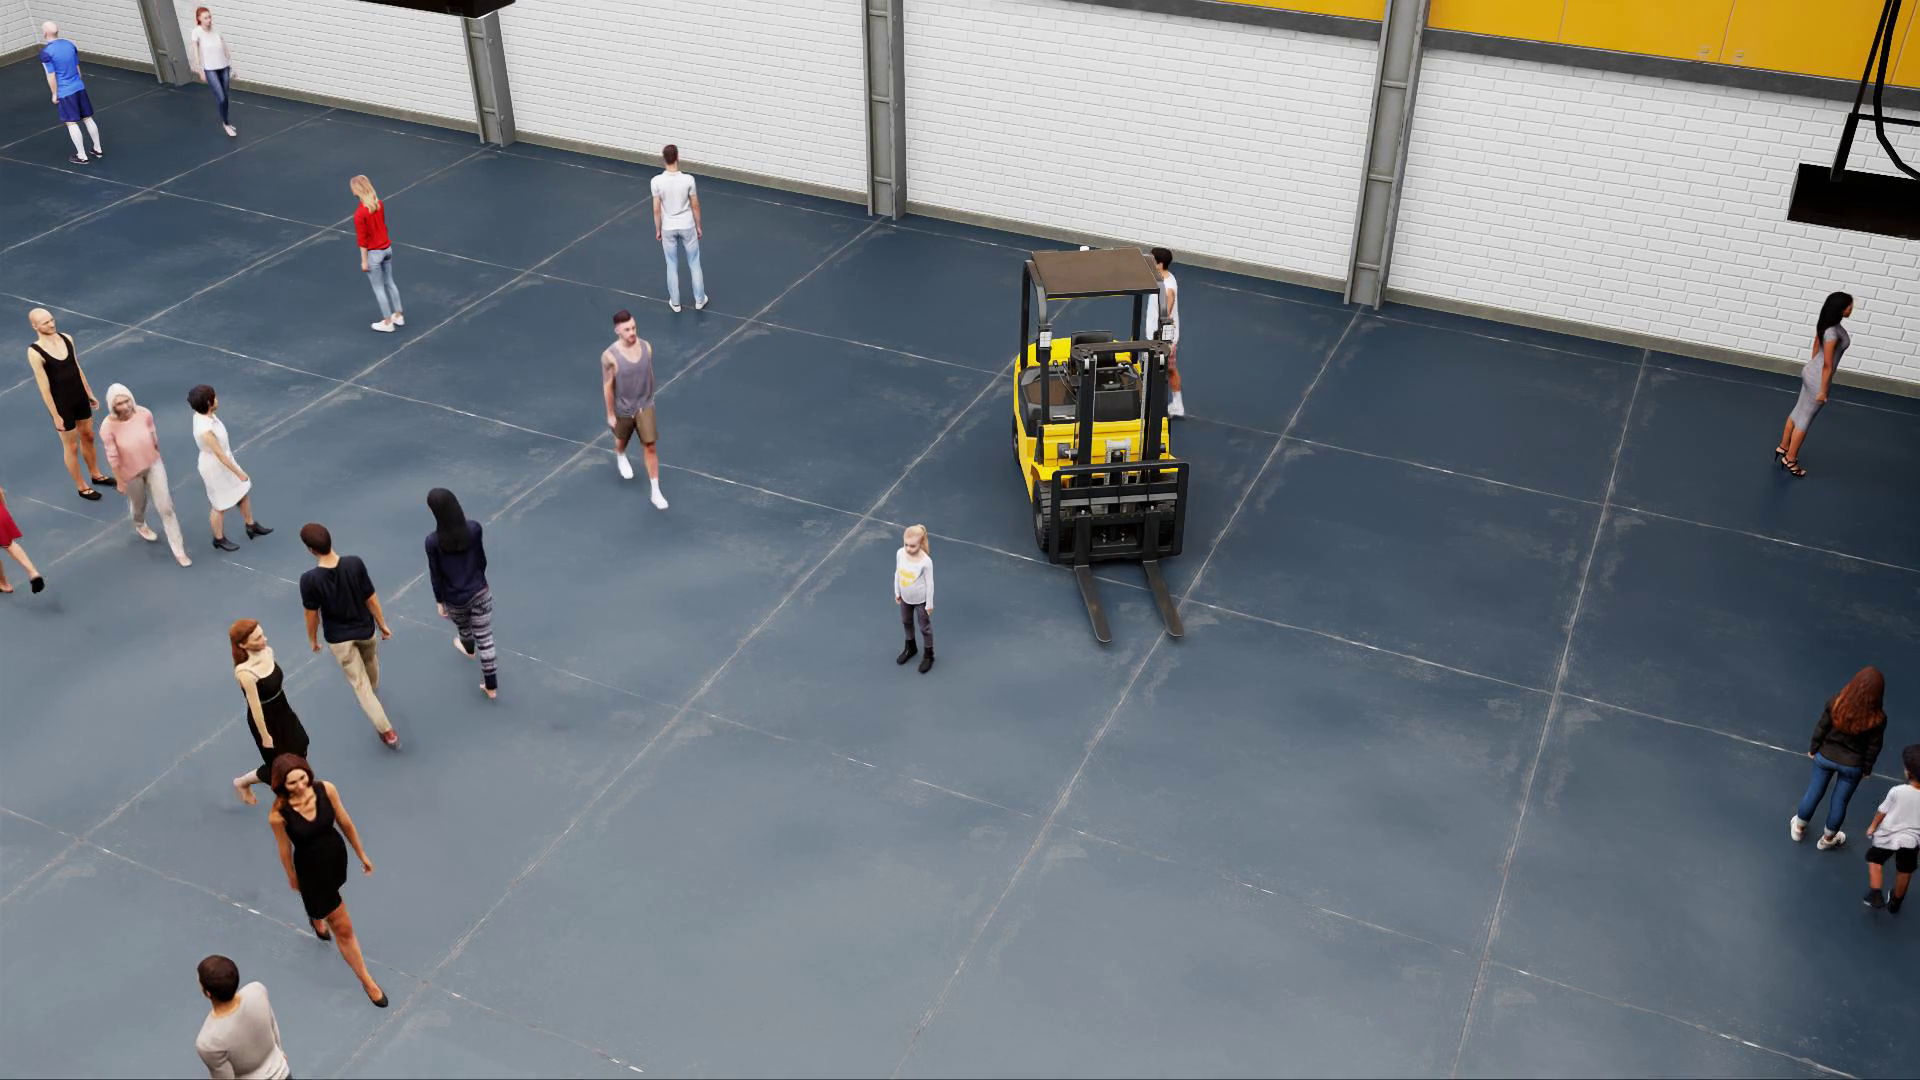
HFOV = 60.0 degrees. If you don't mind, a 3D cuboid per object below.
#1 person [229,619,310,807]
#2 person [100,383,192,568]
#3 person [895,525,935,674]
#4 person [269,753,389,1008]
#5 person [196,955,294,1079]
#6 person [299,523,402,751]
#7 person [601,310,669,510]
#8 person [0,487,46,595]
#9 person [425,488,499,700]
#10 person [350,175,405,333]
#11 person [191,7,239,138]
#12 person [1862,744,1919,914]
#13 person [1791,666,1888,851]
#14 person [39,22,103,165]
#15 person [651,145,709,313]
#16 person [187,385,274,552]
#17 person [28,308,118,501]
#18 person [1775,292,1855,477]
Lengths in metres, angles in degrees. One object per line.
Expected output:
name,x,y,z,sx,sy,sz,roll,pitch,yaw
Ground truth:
person,-4.770,1.223,11.324,0.904,1.611,0.725,4,34,6
person,-6.948,-0.611,14.031,1.204,1.669,0.874,27,42,34
person,-0.341,0.431,12.820,0.459,1.274,0.578,20,39,27
person,-3.889,1.958,10.063,1.210,1.782,0.780,24,41,32
person,-3.645,2.842,8.656,0.617,1.868,0.683,10,35,14
person,-4.305,0.737,11.876,0.986,1.809,1.230,-23,40,-30
person,-2.945,-1.225,14.727,1.091,1.810,1.284,-18,38,-25
person,-7.858,-0.171,13.487,0.897,1.537,0.579,18,38,25
person,-3.654,0.442,12.442,0.970,1.673,1.150,-22,39,-29
person,-6.183,-3.038,17.654,0.574,1.700,0.654,9,35,13
person,-10.210,-6.425,22.735,0.805,1.716,0.667,23,40,31
person,6.013,1.894,10.645,0.611,1.245,0.665,13,36,19
person,5.884,1.449,11.098,0.511,1.484,0.657,23,40,30
person,-11.677,-5.882,21.803,0.561,1.842,0.664,13,36,19
person,-3.046,-3.373,18.016,0.684,1.856,0.792,-5,34,-8
person,-6.375,-0.585,14.114,0.837,1.533,0.777,-9,35,-14
person,-7.959,-1.232,14.832,0.583,1.815,0.688,7,34,11
person,7.799,-1.438,15.173,0.579,1.782,0.625,7,34,11
